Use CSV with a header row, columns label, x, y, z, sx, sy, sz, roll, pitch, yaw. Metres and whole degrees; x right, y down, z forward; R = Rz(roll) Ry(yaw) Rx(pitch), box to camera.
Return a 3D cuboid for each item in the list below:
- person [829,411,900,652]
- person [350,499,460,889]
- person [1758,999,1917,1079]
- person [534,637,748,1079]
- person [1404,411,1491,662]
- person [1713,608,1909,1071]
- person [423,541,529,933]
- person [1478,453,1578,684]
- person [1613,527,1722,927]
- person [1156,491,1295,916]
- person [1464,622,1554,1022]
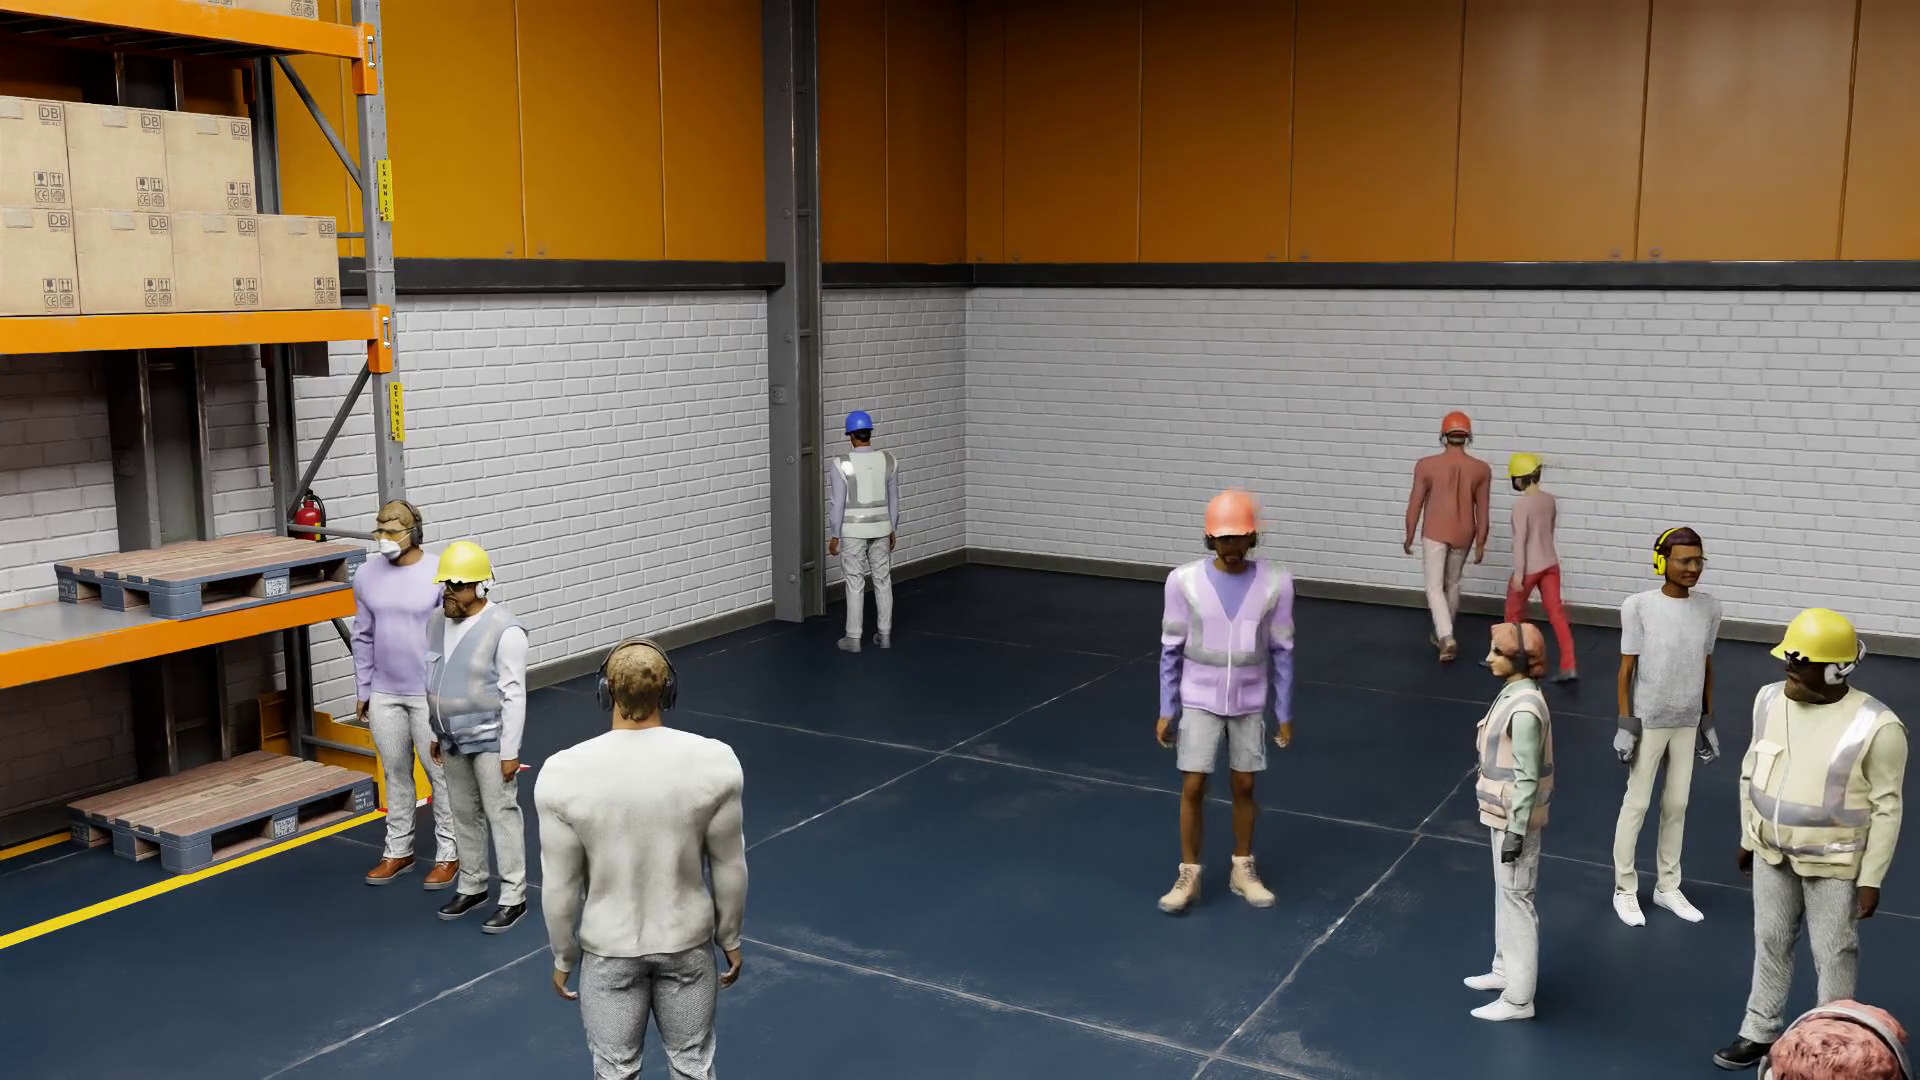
label,x,y,z,sx,sy,sz,roll,pitch,yaw
person,-0.773,-0.068,13.362,0.602,1.939,0.397,-5,10,-28
person,-2.705,0.758,8.206,0.638,1.938,0.357,2,9,14
person,1.351,1.663,2.693,0.642,1.900,0.404,7,12,39
person,-0.968,1.251,5.133,0.632,1.940,0.372,-2,9,-15
person,3.855,-0.034,13.102,0.615,1.965,0.945,0,9,0
person,3.123,1.146,6.127,0.404,1.828,0.592,-5,10,-28
person,-2.246,0.900,7.688,0.592,1.826,0.404,6,11,32
person,4.280,0.209,12.373,0.533,1.711,0.902,-6,11,-32
person,3.302,0.863,7.757,0.513,1.876,0.328,-2,9,-10
person,1.256,0.776,7.873,0.659,2.025,0.482,0,9,2
person,2.248,1.138,6.775,0.307,1.637,0.525,2,9,13
